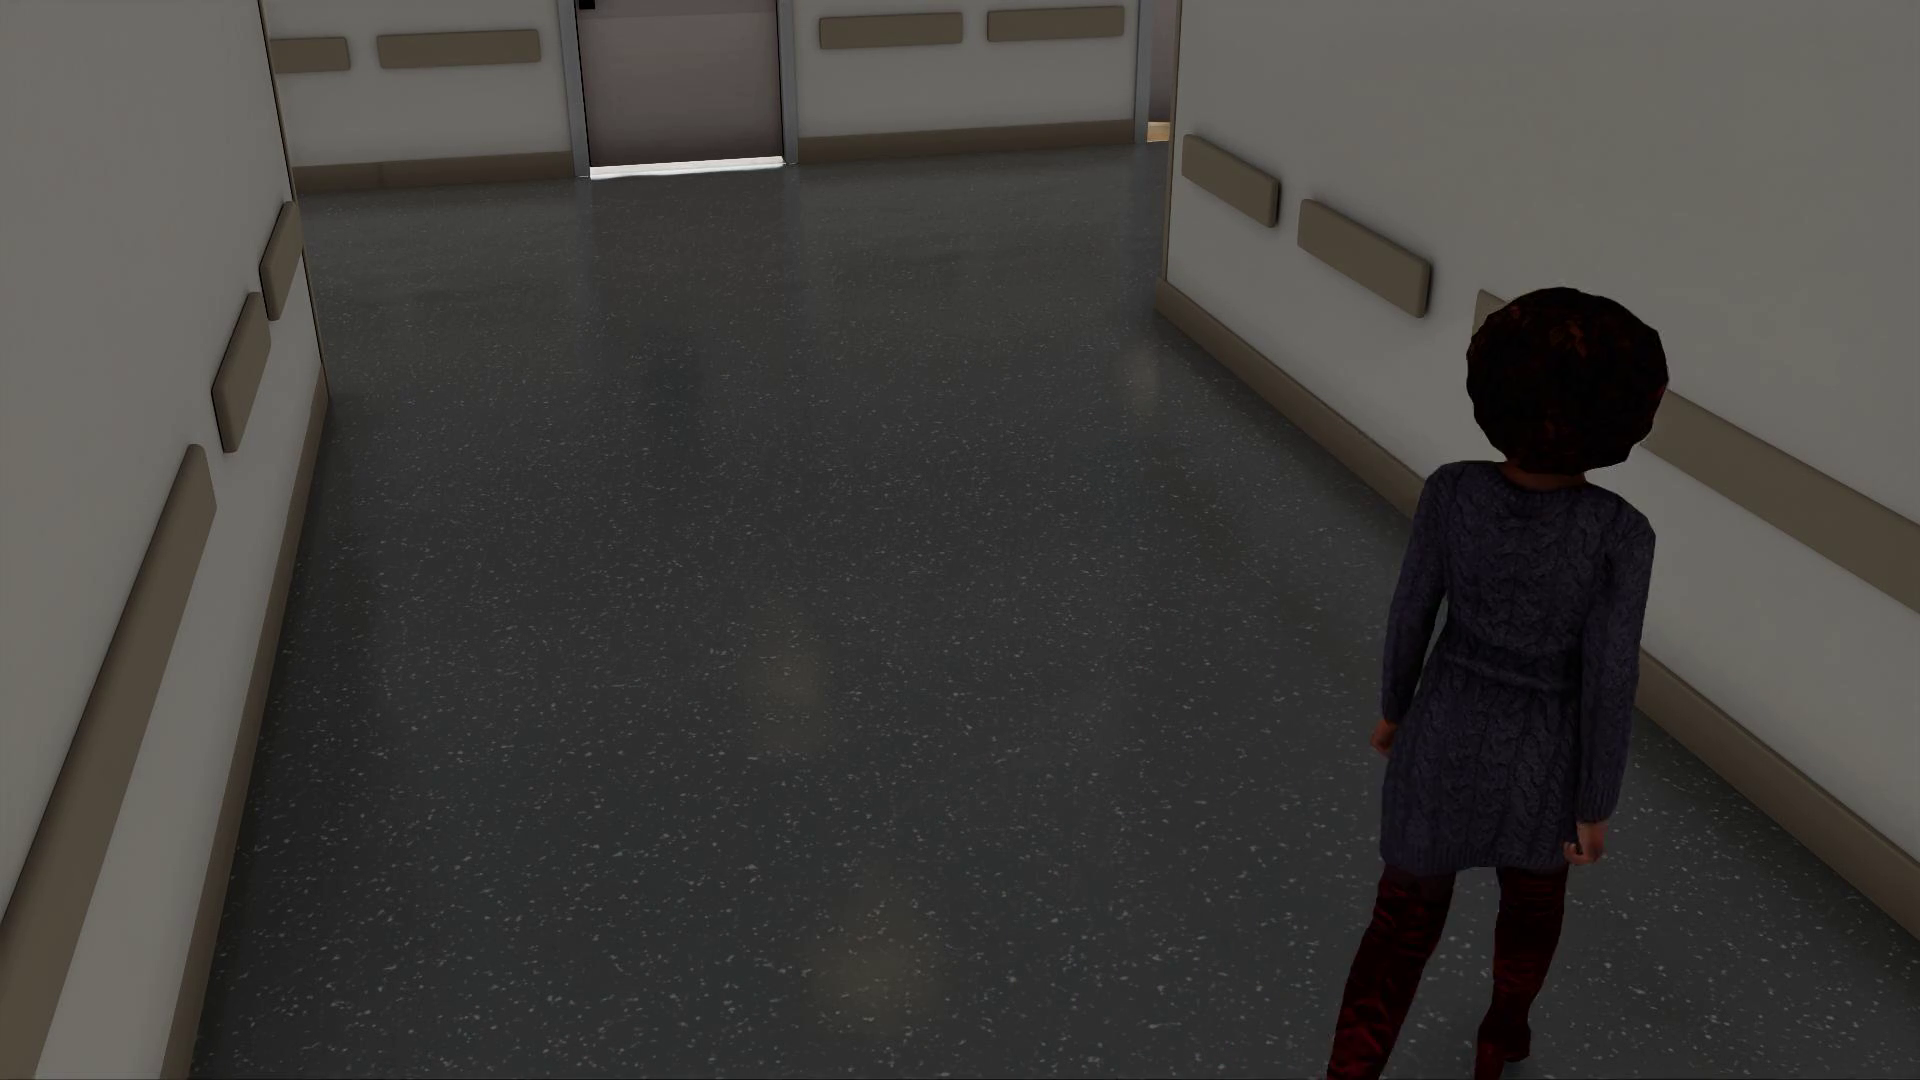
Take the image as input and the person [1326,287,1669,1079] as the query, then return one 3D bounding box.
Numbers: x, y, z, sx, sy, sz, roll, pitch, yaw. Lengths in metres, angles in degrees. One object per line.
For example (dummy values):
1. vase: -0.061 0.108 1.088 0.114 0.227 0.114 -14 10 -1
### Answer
1. person: 0.882 0.442 2.867 1.038 1.678 1.157 17 30 31
